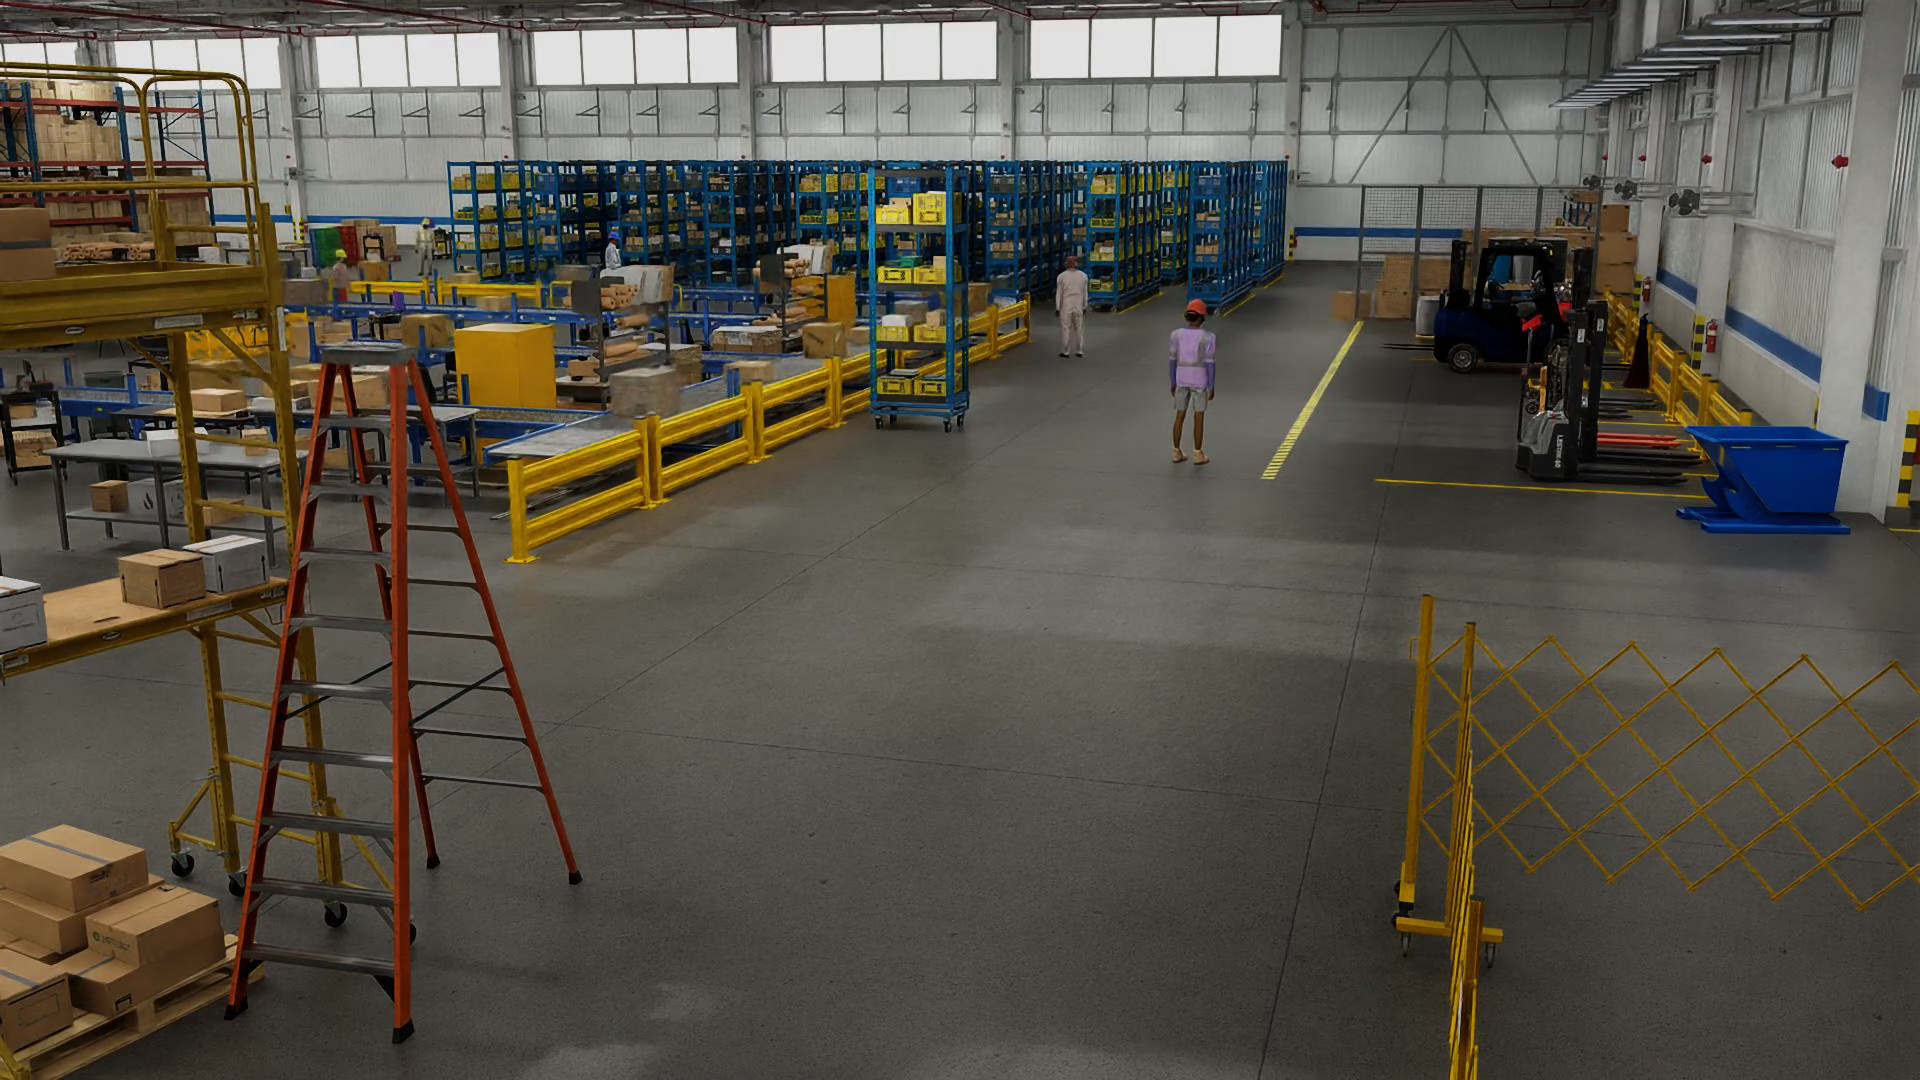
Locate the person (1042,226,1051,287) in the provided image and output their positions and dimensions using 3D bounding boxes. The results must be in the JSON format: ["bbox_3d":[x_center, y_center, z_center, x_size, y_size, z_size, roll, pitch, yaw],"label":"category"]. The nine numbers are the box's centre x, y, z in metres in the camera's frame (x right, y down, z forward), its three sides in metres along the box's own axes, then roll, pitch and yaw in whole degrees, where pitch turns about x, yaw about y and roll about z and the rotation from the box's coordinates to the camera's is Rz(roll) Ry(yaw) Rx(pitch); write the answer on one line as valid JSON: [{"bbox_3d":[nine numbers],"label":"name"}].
[{"bbox_3d":[2.320,-8.210,48.089,0.922,1.802,0.569,11,17,38],"label":"person"}]

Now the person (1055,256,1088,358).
[{"bbox_3d":[2.091,-4.401,31.416,0.644,1.904,0.399,-4,14,-19],"label":"person"}]

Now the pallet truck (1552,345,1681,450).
[{"bbox_3d":[8.641,-1.896,21.908,1.630,1.274,0.653,4,14,16],"label":"pallet truck"}]

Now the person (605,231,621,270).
[{"bbox_3d":[-8.476,-6.569,40.679,0.382,1.949,0.605,-2,13,-10],"label":"person"}]

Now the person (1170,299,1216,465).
[{"bbox_3d":[2.876,-1.947,20.539,0.608,2.034,0.406,8,15,31],"label":"person"}]

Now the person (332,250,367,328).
[{"bbox_3d":[-13.499,-5.506,36.563,0.877,1.717,0.547,1,13,4],"label":"person"}]

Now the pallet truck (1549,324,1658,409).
[{"bbox_3d":[9.824,-2.669,25.407,1.601,1.201,0.680,4,14,16],"label":"pallet truck"}]

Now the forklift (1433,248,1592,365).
[{"bbox_3d":[9.780,-4.111,29.280,2.680,1.987,1.157,3,13,14],"label":"forklift"}]

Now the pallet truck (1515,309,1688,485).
[{"bbox_3d":[7.554,-1.677,19.446,1.885,1.965,0.823,3,13,14],"label":"pallet truck"}]

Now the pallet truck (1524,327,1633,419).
[{"bbox_3d":[9.065,-2.460,24.370,1.522,1.261,0.704,3,13,14],"label":"pallet truck"}]

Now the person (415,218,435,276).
[{"bbox_3d":[-16.910,-9.257,52.589,0.626,1.810,0.433,-8,15,-30],"label":"person"}]

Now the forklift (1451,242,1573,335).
[{"bbox_3d":[10.464,-4.597,31.405,2.680,1.987,1.157,4,14,16],"label":"forklift"}]

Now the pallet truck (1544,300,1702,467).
[{"bbox_3d":[8.263,-1.952,20.631,1.885,1.965,0.823,5,14,20],"label":"pallet truck"}]
